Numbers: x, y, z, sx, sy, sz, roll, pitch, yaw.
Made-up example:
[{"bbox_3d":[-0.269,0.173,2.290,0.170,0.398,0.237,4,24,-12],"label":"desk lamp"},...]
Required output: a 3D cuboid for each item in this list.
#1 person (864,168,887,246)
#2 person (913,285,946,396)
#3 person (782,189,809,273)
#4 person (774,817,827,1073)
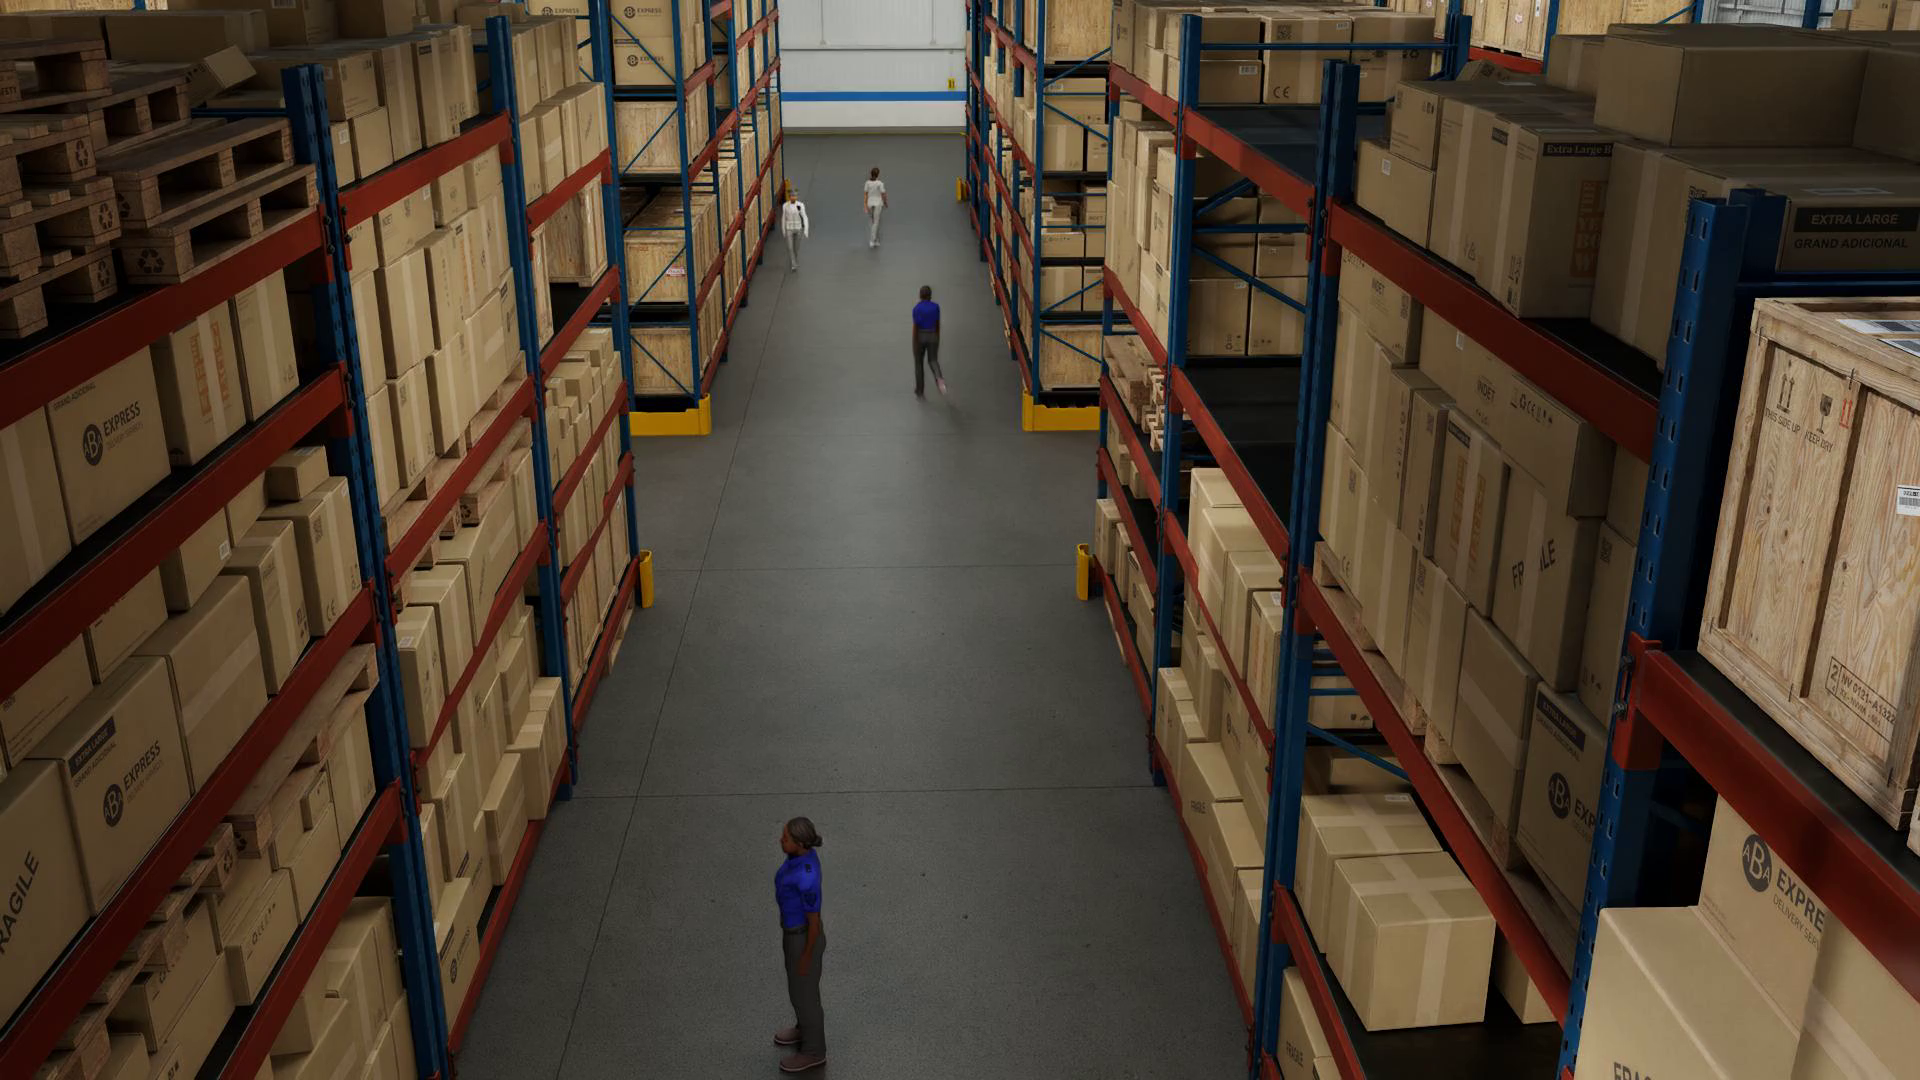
[{"bbox_3d":[-1.796,-7.224,35.946,0.445,1.646,0.843,8,22,21],"label":"person"},{"bbox_3d":[-0.486,-2.918,24.450,0.440,1.656,0.657,-8,22,-20],"label":"person"},{"bbox_3d":[-3.283,-6.200,33.236,0.505,1.633,0.992,-4,21,-12],"label":"person"},{"bbox_3d":[-0.987,2.430,10.134,0.335,1.660,0.440,-4,21,-10],"label":"person"}]
